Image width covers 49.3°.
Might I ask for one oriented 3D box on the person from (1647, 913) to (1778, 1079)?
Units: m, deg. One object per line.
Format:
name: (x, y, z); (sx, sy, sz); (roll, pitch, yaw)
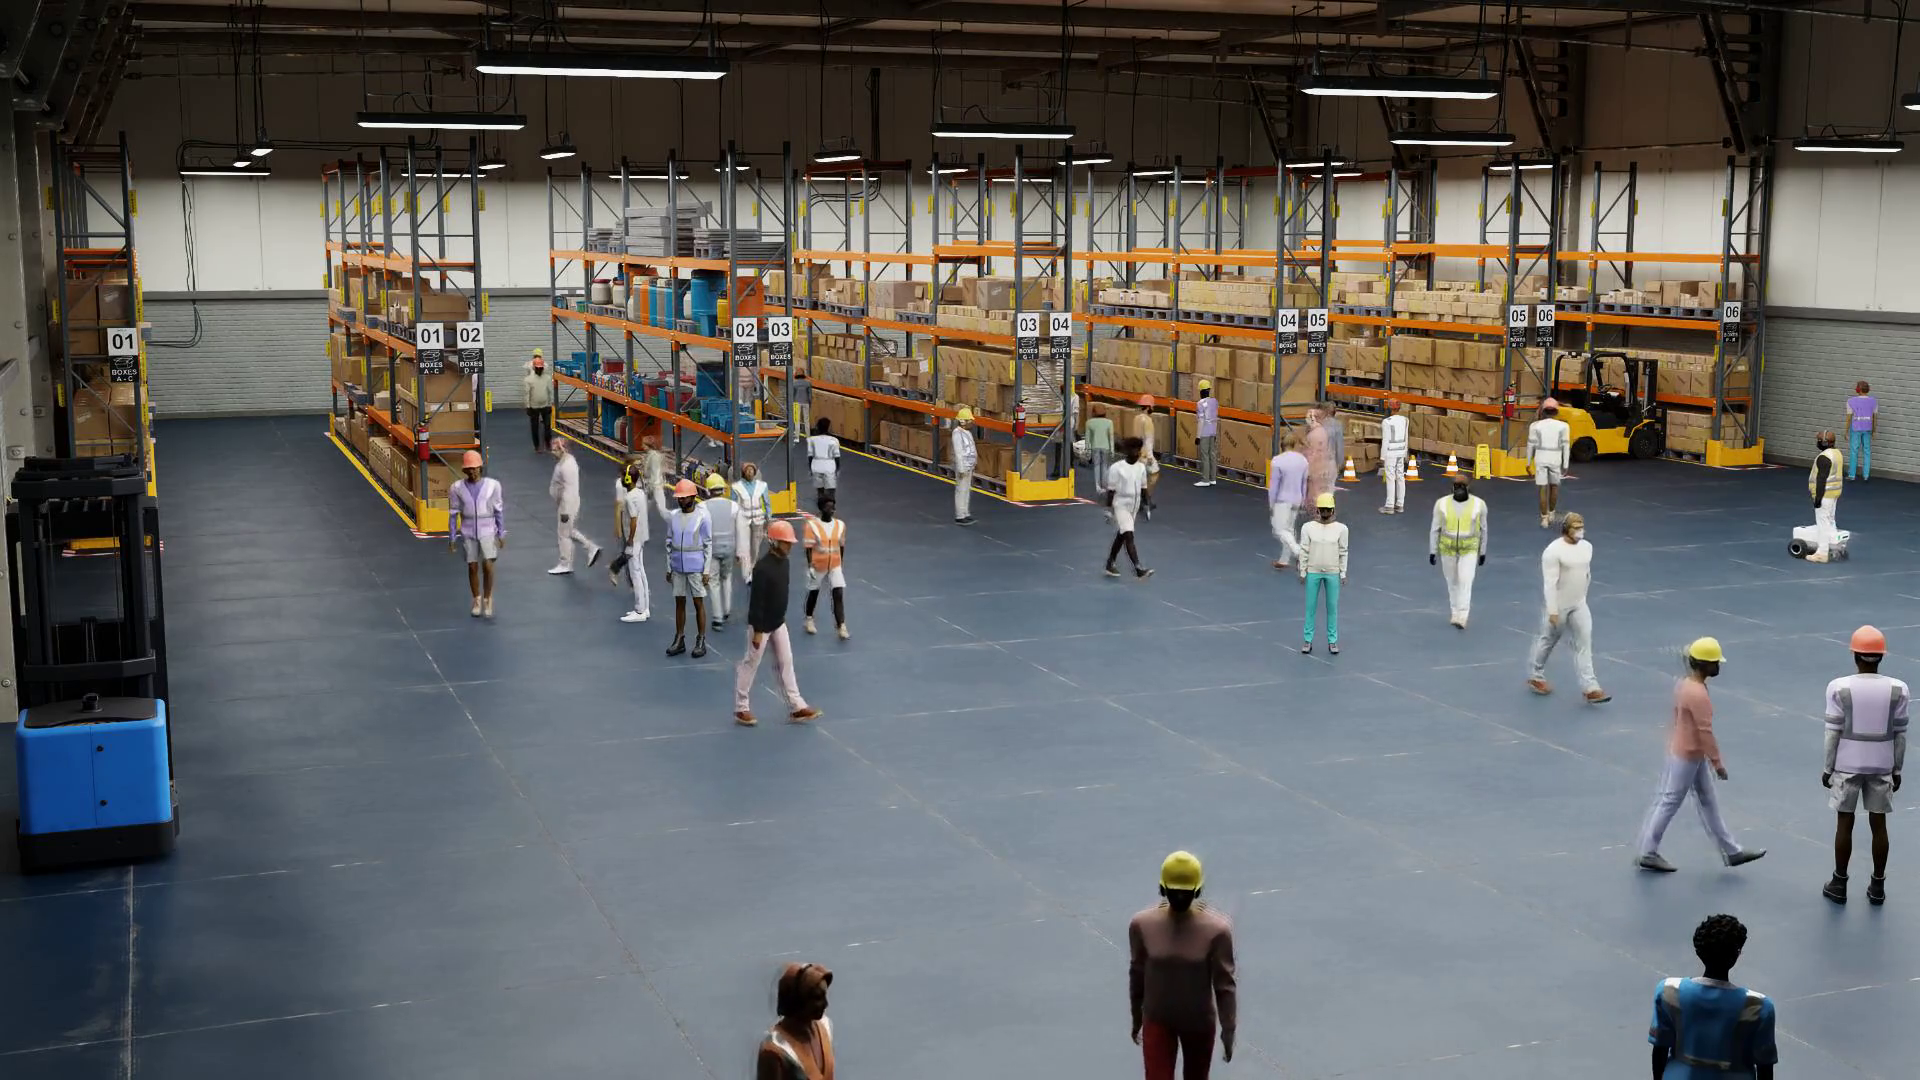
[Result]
person: (3.293, 2.469, 9.187); (0.540, 1.695, 0.316); (5, 10, 30)

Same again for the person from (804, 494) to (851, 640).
person: (-1.546, 0.291, 23.860); (0.536, 1.652, 0.886); (-4, 9, -25)

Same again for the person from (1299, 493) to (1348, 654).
person: (3.992, 0.361, 23.001); (0.525, 1.772, 0.309); (1, 9, 8)

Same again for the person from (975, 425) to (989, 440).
person: (0.473, -2.878, 44.259); (0.651, 1.879, 0.841); (-2, 9, -14)

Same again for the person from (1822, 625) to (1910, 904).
person: (6.253, 1.550, 14.511); (0.544, 1.939, 0.353); (1, 9, 9)

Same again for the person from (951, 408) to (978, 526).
person: (0.073, -1.159, 32.926); (0.404, 1.831, 0.595); (3, 9, 16)

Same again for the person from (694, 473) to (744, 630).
person: (-2.867, 0.121, 24.445); (0.601, 1.805, 0.681); (-4, 9, -24)

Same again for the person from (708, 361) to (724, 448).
person: (-5.197, -2.866, 44.279); (0.512, 1.849, 0.644); (-5, 10, -28)

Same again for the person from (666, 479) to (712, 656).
person: (-2.972, 0.298, 22.859); (0.542, 1.938, 0.358); (3, 9, 18)

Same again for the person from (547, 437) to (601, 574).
person: (-5.224, -0.466, 28.205); (0.641, 1.874, 0.688); (-2, 9, -12)

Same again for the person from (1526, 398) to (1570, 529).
person: (9.167, -1.215, 32.705); (0.631, 2.004, 0.928); (2, 9, 11)

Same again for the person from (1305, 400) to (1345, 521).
person: (5.809, -1.261, 33.291); (0.502, 1.927, 0.632); (-8, 11, -41)

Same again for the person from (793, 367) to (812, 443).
person: (-3.448, -2.925, 45.359); (0.498, 1.633, 0.284); (-2, 9, -16)

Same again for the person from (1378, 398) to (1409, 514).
person: (7.081, -1.377, 34.214); (0.572, 1.883, 0.353); (-6, 10, -35)

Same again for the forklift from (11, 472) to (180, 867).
forklift: (-6.630, 0.886, 15.957); (1.129, 2.768, 1.873); (-3, 9, -21)

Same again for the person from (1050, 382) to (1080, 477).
person: (1.948, -2.138, 39.107); (0.551, 1.934, 0.373); (2, 9, 16)

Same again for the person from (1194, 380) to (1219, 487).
person: (4.419, -1.923, 37.713); (0.381, 1.923, 0.592); (7, 11, 40)

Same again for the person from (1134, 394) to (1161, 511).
person: (3.100, -1.433, 34.436); (0.497, 1.924, 0.569); (-3, 9, -20)

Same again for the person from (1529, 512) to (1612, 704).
person: (6.006, 0.653, 20.675); (0.655, 1.884, 1.041); (-4, 10, -26)

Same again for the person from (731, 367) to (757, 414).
person: (-5.109, -3.668, 49.650); (0.621, 1.831, 0.540); (-2, 9, -14)

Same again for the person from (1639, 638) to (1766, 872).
person: (5.388, 1.566, 15.138); (0.917, 1.720, 0.544); (2, 9, 16)

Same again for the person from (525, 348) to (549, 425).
person: (-9.977, -3.626, 49.419); (0.609, 1.819, 0.564); (1, 9, 4)

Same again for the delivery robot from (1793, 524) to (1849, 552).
delivery robot: (12.171, -0.049, 29.598); (0.477, 0.478, 0.707); (-8, 12, -43)

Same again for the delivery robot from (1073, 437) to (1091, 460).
delivery robot: (2.435, -1.785, 41.168); (0.477, 0.478, 0.707); (-2, 9, -14)

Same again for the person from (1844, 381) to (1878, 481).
person: (16.538, -1.994, 38.443); (0.564, 1.847, 0.390); (0, 9, 2)

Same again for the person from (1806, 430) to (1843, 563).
person: (12.120, -0.620, 29.354); (0.431, 1.836, 0.619); (6, 11, 37)

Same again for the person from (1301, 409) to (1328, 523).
person: (5.403, -1.071, 32.163); (0.521, 1.889, 0.647); (2, 9, 14)

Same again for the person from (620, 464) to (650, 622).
person: (-3.877, 0.030, 24.877); (0.310, 1.868, 0.532); (1, 9, 6)

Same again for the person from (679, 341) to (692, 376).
person: (-7.027, -4.151, 52.676); (0.955, 1.882, 0.616); (-1, 9, -8)

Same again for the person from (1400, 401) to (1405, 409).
person: (10.089, -3.422, 48.349); (0.483, 1.737, 0.320); (8, 11, 41)

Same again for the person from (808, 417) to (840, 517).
person: (-2.159, -1.098, 33.020); (0.540, 1.682, 0.582); (2, 9, 13)

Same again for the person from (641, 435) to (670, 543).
person: (-4.485, -0.760, 31.030); (0.795, 1.604, 0.513); (-5, 10, -32)

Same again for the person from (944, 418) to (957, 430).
person: (-0.158, -2.836, 44.143); (0.572, 1.832, 0.959); (-2, 9, -12)

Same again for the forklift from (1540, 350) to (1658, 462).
forklift: (12.897, -2.725, 42.309); (2.313, 2.155, 1.214); (-3, 9, -21)

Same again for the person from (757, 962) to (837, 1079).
person: (-0.657, 2.561, 8.794); (0.379, 1.622, 0.534); (4, 9, 24)

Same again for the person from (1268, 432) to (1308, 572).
person: (4.464, -0.499, 28.243); (0.634, 1.924, 0.701); (-6, 10, -34)

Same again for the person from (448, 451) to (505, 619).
person: (-5.773, -0.055, 24.958); (0.639, 2.009, 0.831); (-1, 9, -7)

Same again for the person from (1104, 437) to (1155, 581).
person: (2.257, -0.419, 27.755); (0.618, 1.899, 1.037); (-7, 11, -39)

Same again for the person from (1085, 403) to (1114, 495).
person: (2.436, -1.578, 36.541); (0.504, 1.606, 0.748); (0, 9, -1)

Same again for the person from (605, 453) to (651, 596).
person: (-4.261, -0.217, 26.707); (0.729, 1.826, 0.516); (5, 10, 31)

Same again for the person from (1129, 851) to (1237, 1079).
person: (1.084, 2.310, 10.179); (0.531, 1.720, 0.931); (2, 9, 12)

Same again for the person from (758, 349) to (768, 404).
person: (-5.204, -4.528, 55.279); (0.309, 1.864, 0.535); (2, 9, 13)

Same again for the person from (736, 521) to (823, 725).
person: (-1.756, 0.786, 19.673); (0.852, 1.938, 0.650); (4, 9, 25)

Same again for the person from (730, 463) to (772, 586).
person: (-2.716, -0.203, 27.328); (0.530, 1.600, 0.850); (-2, 9, -16)

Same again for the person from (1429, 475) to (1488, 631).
person: (5.787, 0.143, 24.371); (0.643, 1.787, 0.974); (3, 9, 20)

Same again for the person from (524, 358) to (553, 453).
person: (-8.632, -2.748, 43.102); (0.643, 1.953, 0.927); (-5, 10, -30)

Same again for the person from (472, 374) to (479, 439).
person: (-10.394, -2.910, 44.327); (0.592, 1.917, 0.392); (1, 9, 7)
